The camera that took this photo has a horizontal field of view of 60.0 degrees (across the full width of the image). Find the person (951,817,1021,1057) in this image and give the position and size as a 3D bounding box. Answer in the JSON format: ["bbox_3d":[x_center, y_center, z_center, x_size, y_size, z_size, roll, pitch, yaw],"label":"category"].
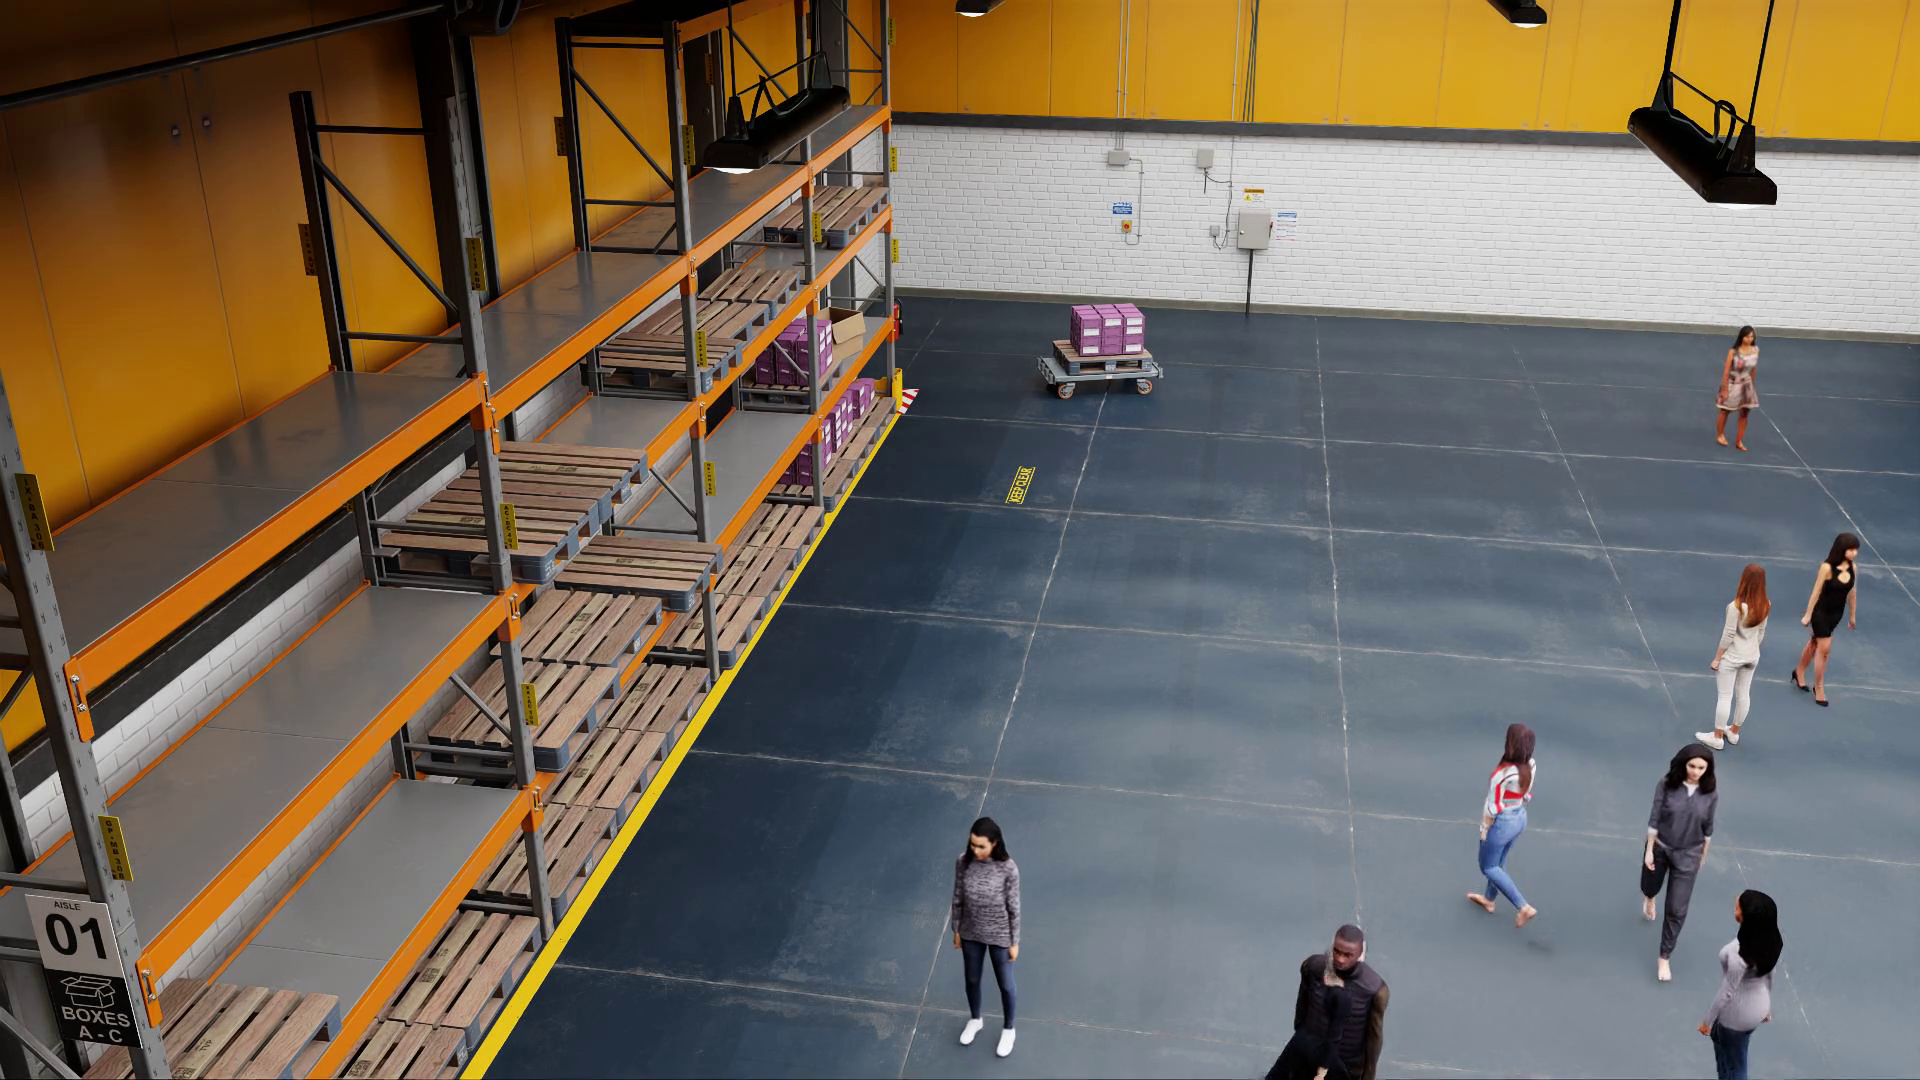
[{"bbox_3d":[0.187,2.538,10.805,0.656,1.730,0.590,9,25,19],"label":"person"}]

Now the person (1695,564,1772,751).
[{"bbox_3d":[6.721,1.005,14.334,0.680,1.713,0.695,-7,25,-16],"label":"person"}]

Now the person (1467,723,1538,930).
[{"bbox_3d":[3.998,2.083,12.006,0.904,1.602,0.956,-16,28,-33],"label":"person"}]

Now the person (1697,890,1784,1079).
[{"bbox_3d":[4.778,2.906,9.980,0.796,1.716,0.858,-15,28,-31],"label":"person"}]

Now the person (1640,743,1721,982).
[{"bbox_3d":[5.004,2.150,11.698,0.747,1.725,1.121,10,25,21],"label":"person"}]

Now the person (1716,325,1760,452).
[{"bbox_3d":[9.922,-1.990,21.297,0.736,1.622,0.891,-2,24,-4],"label":"person"}]

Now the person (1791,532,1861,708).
[{"bbox_3d":[7.869,0.656,15.238,0.781,1.628,0.891,-7,24,-15],"label":"person"}]

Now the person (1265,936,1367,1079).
[{"bbox_3d":[2.020,3.076,9.650,1.036,1.670,1.231,-5,24,-12],"label":"person"}]

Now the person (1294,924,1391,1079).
[{"bbox_3d":[2.242,2.960,9.727,0.828,1.819,0.848,14,27,30],"label":"person"}]
